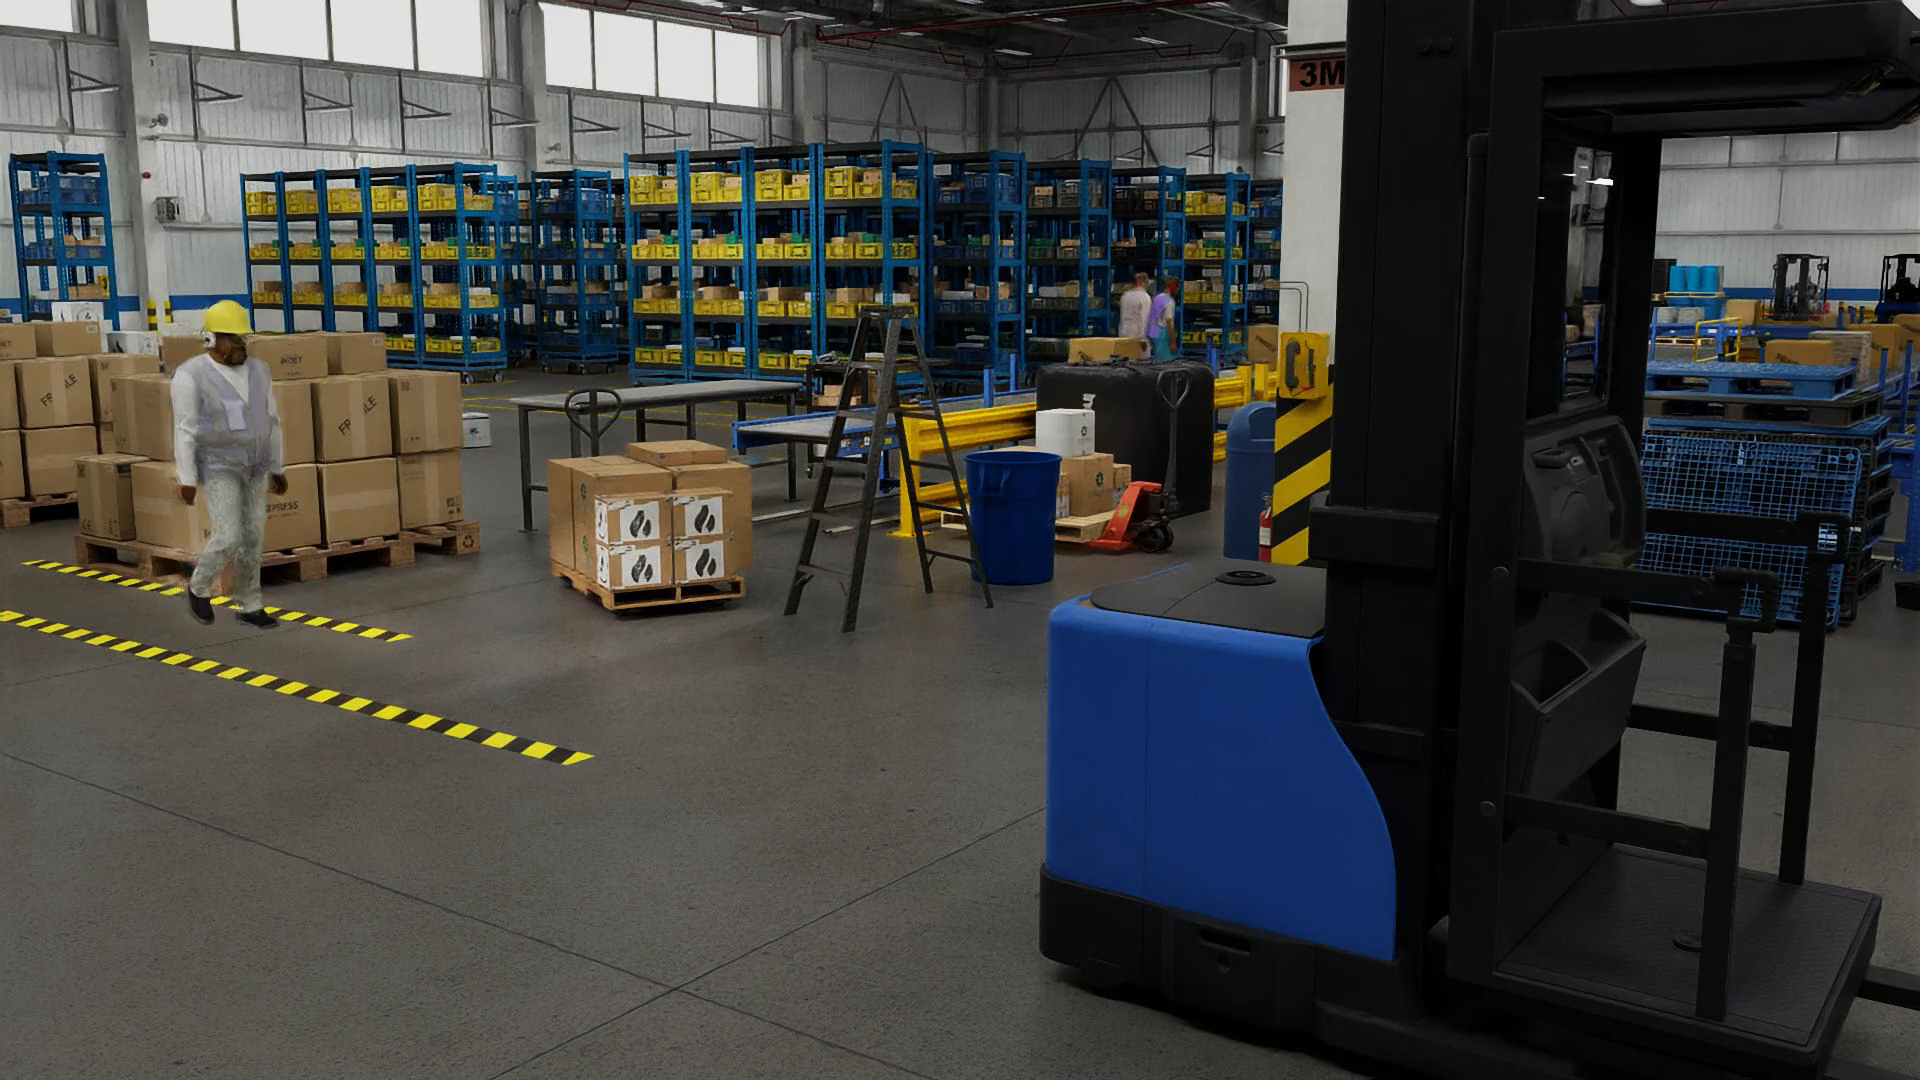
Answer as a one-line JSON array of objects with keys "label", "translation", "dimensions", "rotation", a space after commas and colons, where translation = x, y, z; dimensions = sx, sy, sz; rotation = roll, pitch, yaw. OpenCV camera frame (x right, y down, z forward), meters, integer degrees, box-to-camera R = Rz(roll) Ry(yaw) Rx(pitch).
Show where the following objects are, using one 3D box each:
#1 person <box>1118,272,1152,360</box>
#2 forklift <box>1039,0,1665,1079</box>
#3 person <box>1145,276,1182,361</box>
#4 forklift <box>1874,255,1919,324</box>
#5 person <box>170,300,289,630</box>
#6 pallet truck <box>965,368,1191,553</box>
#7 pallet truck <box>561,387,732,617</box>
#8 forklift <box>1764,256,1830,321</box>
[{"label": "person", "translation": [2.491, -2.970, 24.236], "dimensions": [0.814, 1.874, 0.666], "rotation": [-6, 11, -33]}, {"label": "forklift", "translation": [1.249, -0.137, 4.360], "dimensions": [1.873, 2.768, 1.129], "rotation": [7, 12, 35]}, {"label": "person", "translation": [2.894, -2.842, 23.638], "dimensions": [0.487, 1.808, 0.609], "rotation": [-2, 10, -12]}, {"label": "forklift", "translation": [22.089, -5.634, 38.796], "dimensions": [1.157, 1.987, 2.680], "rotation": [6, 11, 33]}, {"label": "person", "translation": [-3.966, -0.394, 9.059], "dimensions": [0.457, 1.819, 0.607], "rotation": [5, 11, 26]}, {"label": "pallet truck", "translation": [0.845, -0.609, 11.869], "dimensions": [1.630, 1.274, 0.653], "rotation": [7, 12, 35]}, {"label": "pallet truck", "translation": [-1.981, -0.274, 10.088], "dimensions": [0.680, 1.201, 1.601], "rotation": [-5, 11, -28]}, {"label": "forklift", "translation": [20.253, -5.854, 40.139], "dimensions": [1.157, 1.987, 2.680], "rotation": [7, 12, 35]}]
